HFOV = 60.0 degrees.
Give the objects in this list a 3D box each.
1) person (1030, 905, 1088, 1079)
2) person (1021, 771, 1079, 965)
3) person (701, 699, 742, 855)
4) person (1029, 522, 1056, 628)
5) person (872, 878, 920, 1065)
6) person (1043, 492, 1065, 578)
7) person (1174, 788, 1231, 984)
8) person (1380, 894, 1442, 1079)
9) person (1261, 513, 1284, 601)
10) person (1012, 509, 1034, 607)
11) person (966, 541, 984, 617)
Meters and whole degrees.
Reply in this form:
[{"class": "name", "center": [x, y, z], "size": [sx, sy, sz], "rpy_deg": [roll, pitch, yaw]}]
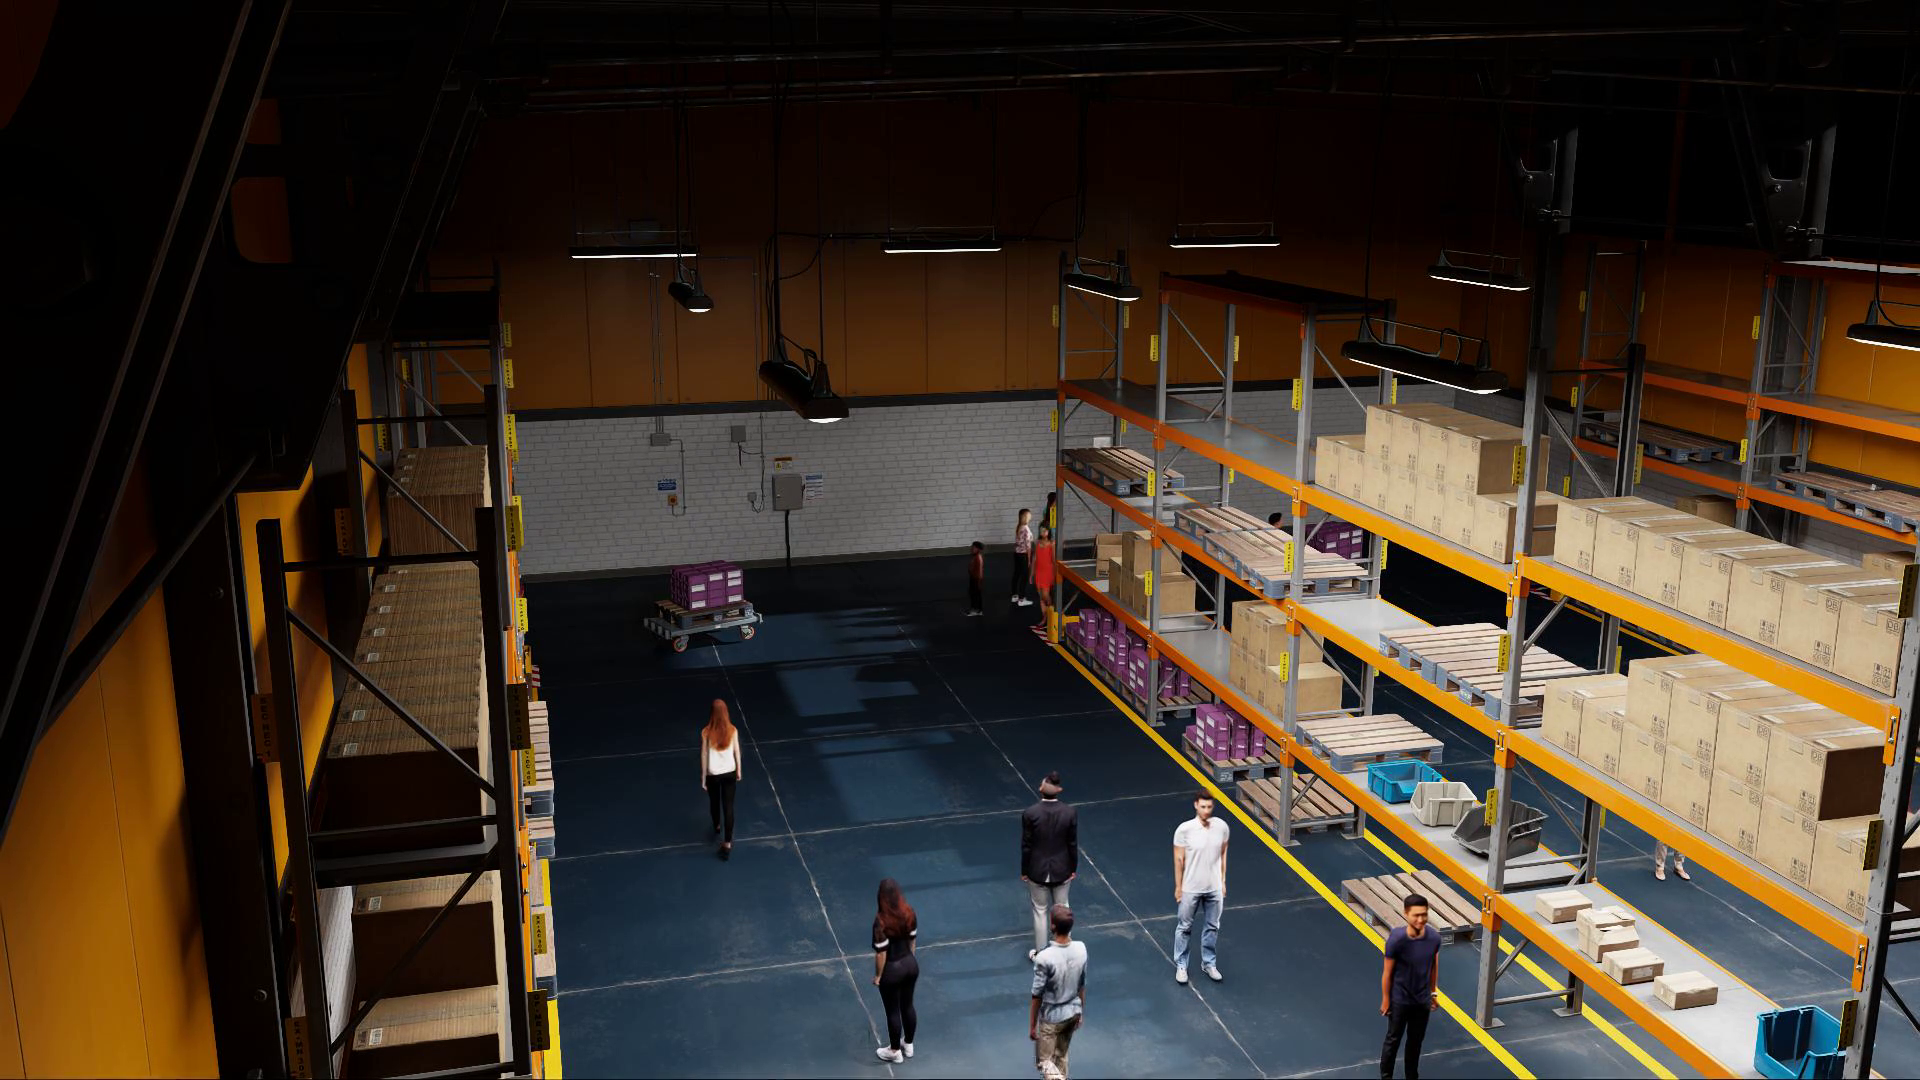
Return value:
[{"class": "person", "center": [0.809, 3.765, 12.980], "size": [0.807, 1.831, 1.029], "rpy_deg": [-8, 16, -29]}, {"class": "person", "center": [0.845, 3.068, 15.608], "size": [0.741, 1.948, 0.662], "rpy_deg": [-1, 14, -5]}, {"class": "person", "center": [-2.586, 2.602, 18.110], "size": [0.630, 1.676, 1.112], "rpy_deg": [-3, 14, -12]}, {"class": "person", "center": [1.395, 0.539, 26.562], "size": [0.717, 1.708, 0.789], "rpy_deg": [10, 17, 37]}, {"class": "person", "center": [-0.537, 3.615, 14.009], "size": [0.704, 1.639, 0.728], "rpy_deg": [-12, 18, -41]}, {"class": "person", "center": [1.643, -0.093, 29.488], "size": [0.643, 1.559, 0.711], "rpy_deg": [9, 16, 34]}, {"class": "person", "center": [2.231, 3.172, 15.363], "size": [0.694, 1.862, 0.578], "rpy_deg": [-2, 14, -9]}, {"class": "person", "center": [3.631, 3.676, 13.430], "size": [0.652, 1.792, 0.509], "rpy_deg": [-3, 14, -13]}, {"class": "person", "center": [4.991, 0.469, 26.544], "size": [0.741, 1.853, 0.509], "rpy_deg": [-5, 14, -18]}, {"class": "person", "center": [1.033, 0.274, 27.827], "size": [0.640, 1.627, 0.477], "rpy_deg": [-5, 15, -21]}, {"class": "person", "center": [0.326, 0.631, 27.164], "size": [0.618, 1.246, 0.494], "rpy_deg": [-2, 14, -7]}]
